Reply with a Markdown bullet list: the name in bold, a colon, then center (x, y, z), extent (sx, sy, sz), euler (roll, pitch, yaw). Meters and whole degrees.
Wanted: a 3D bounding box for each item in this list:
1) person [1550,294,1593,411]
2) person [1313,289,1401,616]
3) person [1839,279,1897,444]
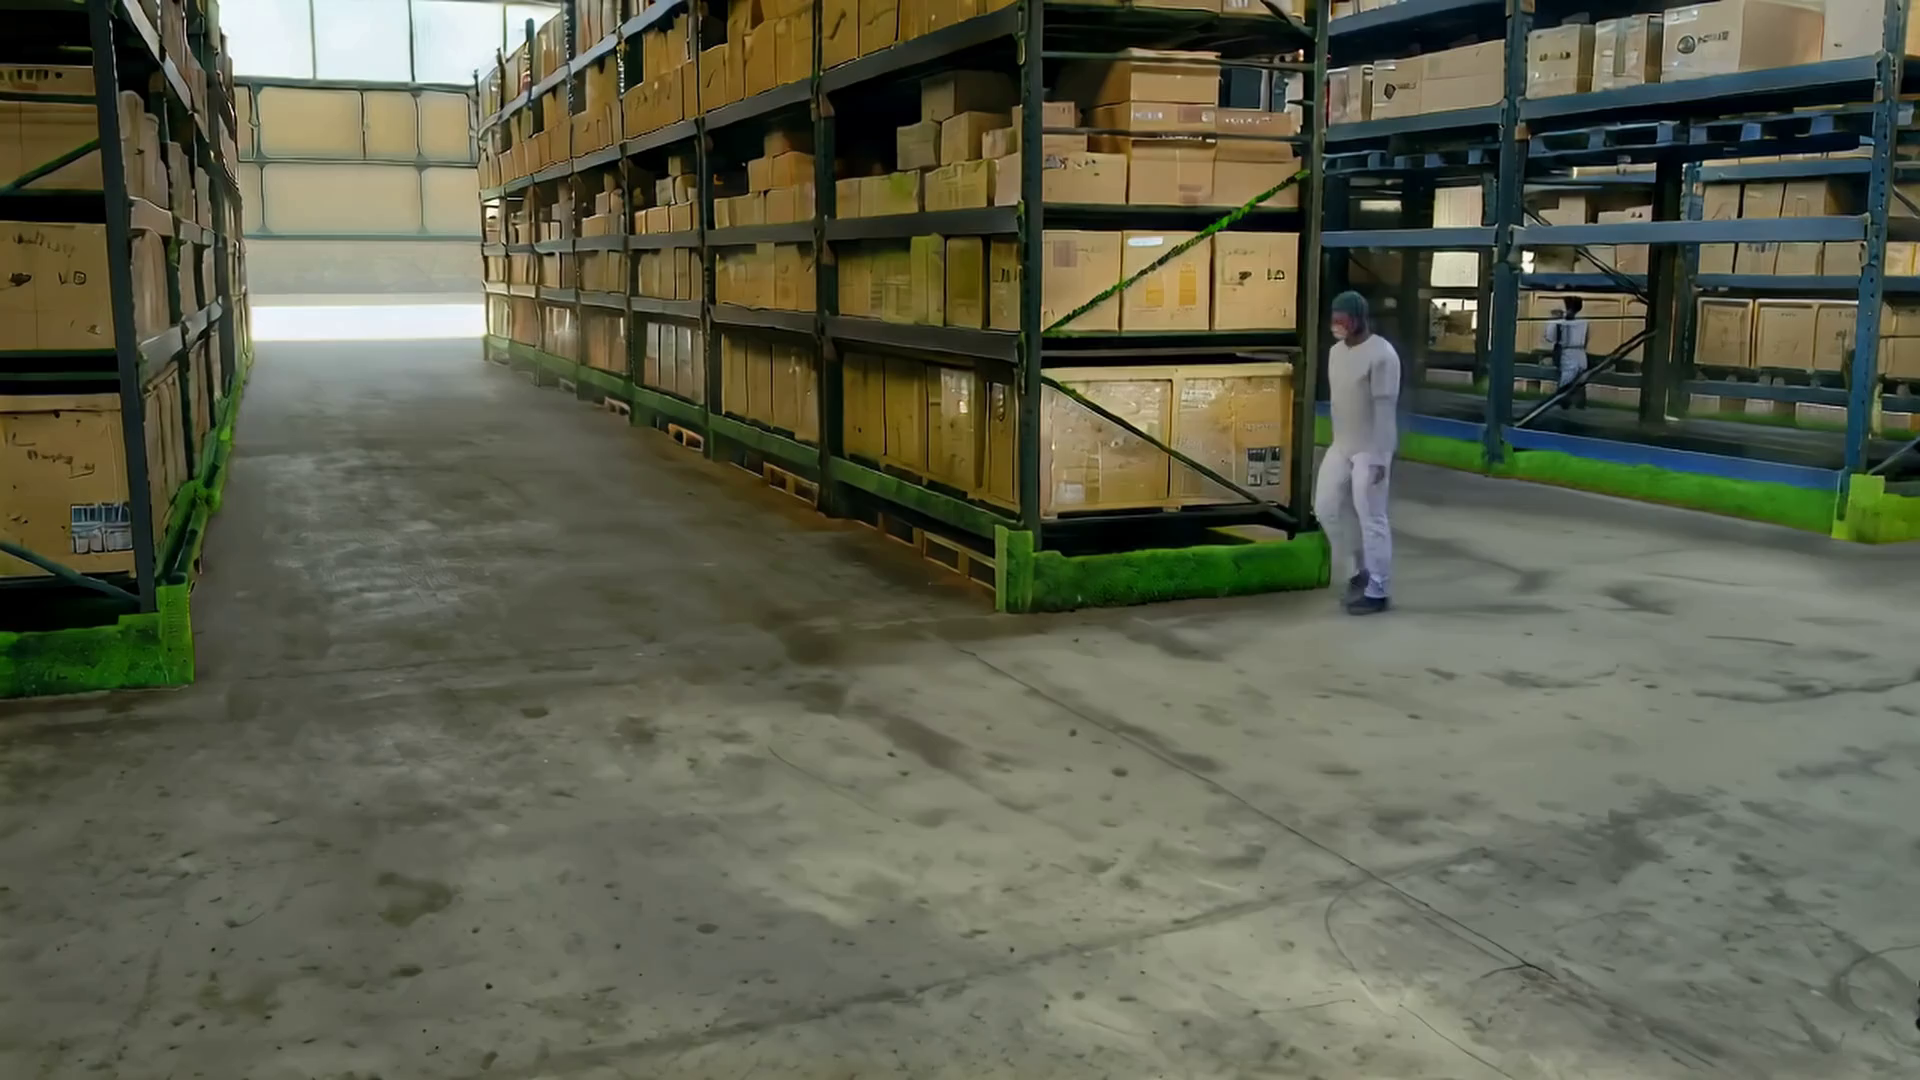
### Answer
- **person**: center (7.303, -2.086, 19.892), extent (0.531, 1.698, 0.320), euler (-4, 10, -22)
- **person**: center (2.348, -0.511, 9.787), extent (0.444, 1.916, 0.656), euler (-4, 10, -24)
- **person**: center (9.750, -1.860, 17.963), extent (0.394, 1.899, 0.641), euler (-2, 10, -14)
